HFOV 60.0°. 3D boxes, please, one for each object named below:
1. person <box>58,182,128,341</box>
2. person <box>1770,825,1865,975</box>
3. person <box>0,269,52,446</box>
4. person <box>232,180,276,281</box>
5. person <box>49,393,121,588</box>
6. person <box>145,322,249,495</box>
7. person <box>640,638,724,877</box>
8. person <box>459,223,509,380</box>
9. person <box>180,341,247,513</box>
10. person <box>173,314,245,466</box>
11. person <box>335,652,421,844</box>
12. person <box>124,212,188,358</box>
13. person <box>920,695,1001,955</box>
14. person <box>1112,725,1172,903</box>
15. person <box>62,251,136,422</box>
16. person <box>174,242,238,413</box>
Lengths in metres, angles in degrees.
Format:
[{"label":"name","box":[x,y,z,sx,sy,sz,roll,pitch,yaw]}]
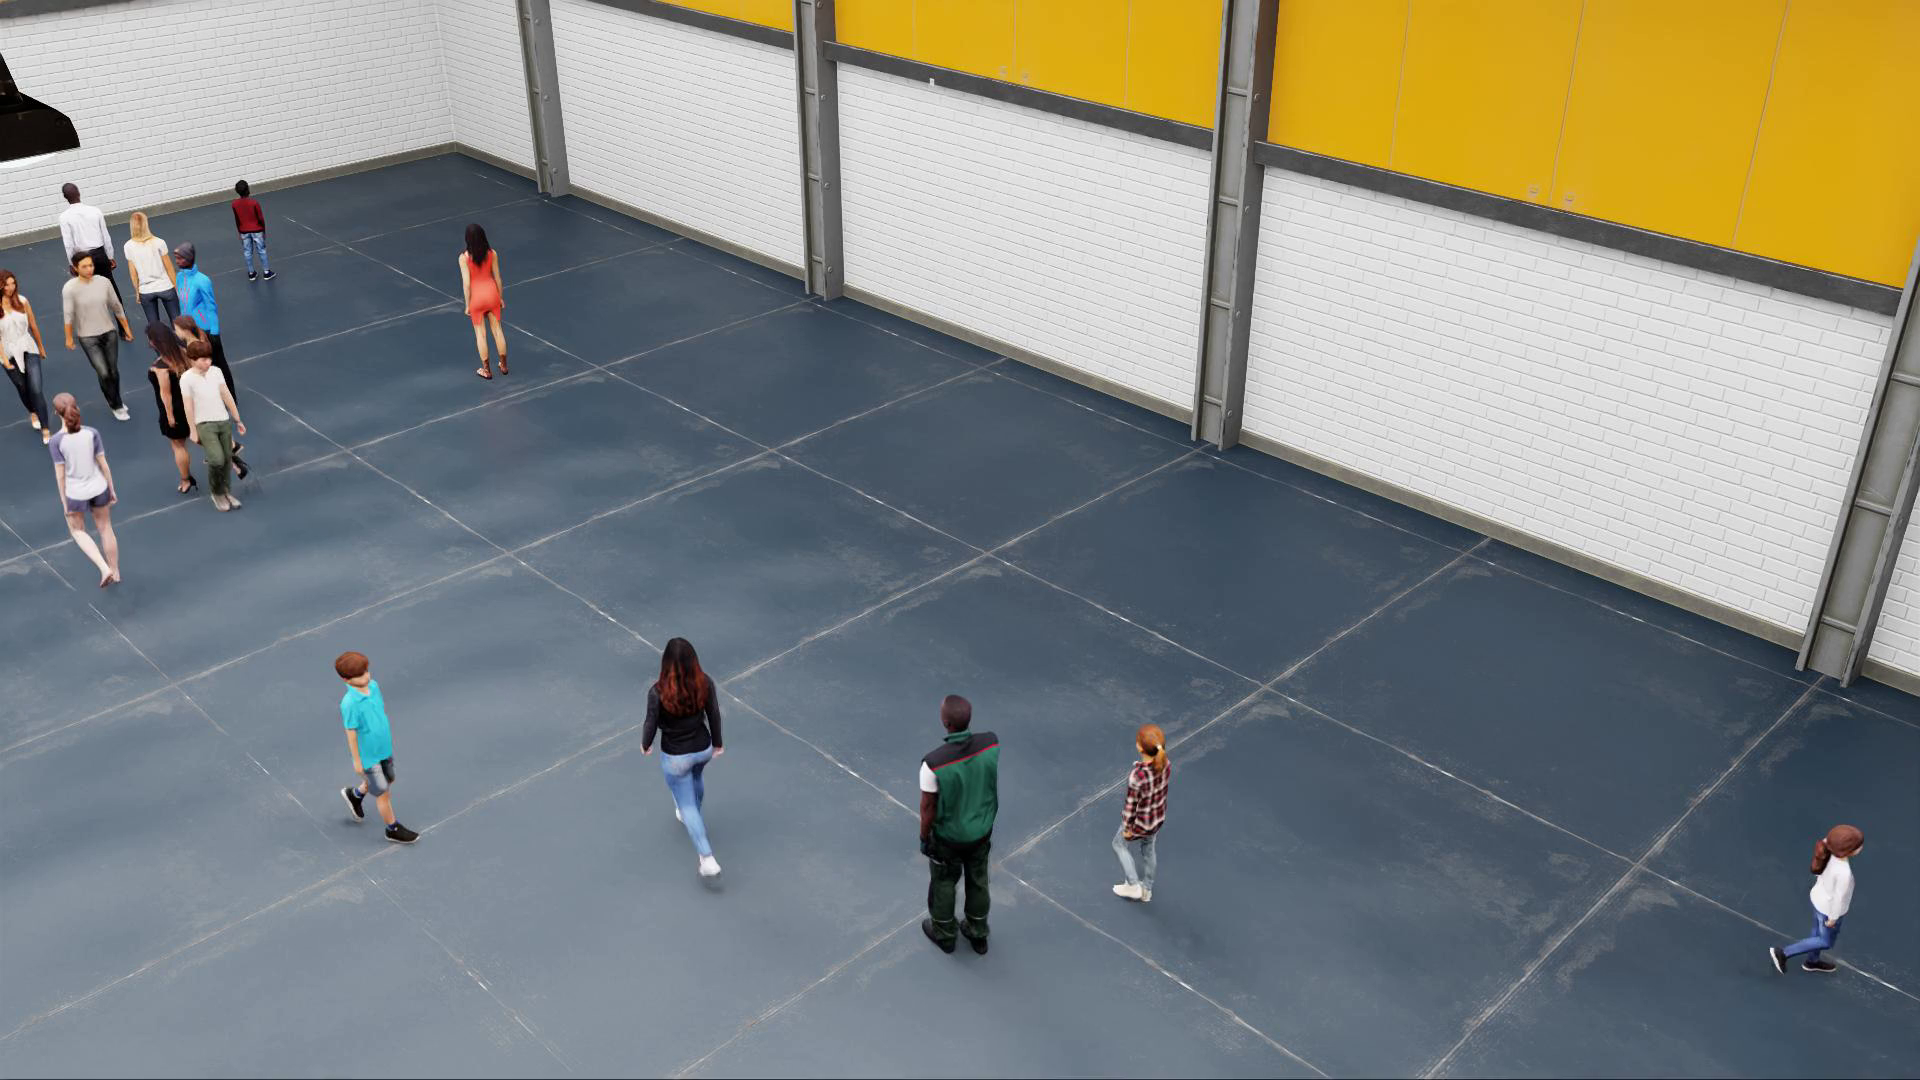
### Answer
[{"label":"person","box":[-9.787,-3.118,18.741,0.639,1.833,0.513,-25,37,-38]},{"label":"person","box":[5.099,2.142,9.863,0.731,1.102,0.649,3,29,5]},{"label":"person","box":[-9.353,-1.842,16.498,0.720,1.740,1.072,-18,33,-30]},{"label":"person","box":[-8.830,-3.859,20.705,0.575,1.254,0.619,-4,29,-8]},{"label":"person","box":[-7.214,-0.362,13.773,0.578,1.751,0.729,-24,37,-37]},{"label":"person","box":[-7.106,-1.193,15.356,1.066,1.696,0.951,5,29,10]},{"label":"person","box":[-1.729,1.413,10.680,0.764,1.598,1.132,-19,34,-30]},{"label":"person","box":[-5.114,-2.571,17.858,0.615,1.719,0.552,-20,34,-32]},{"label":"person","box":[-6.861,-1.063,15.171,0.644,1.644,0.622,18,33,30]},{"label":"person","box":[-7.157,-1.420,15.929,0.787,1.545,0.731,-4,29,-7]},{"label":"person","box":[-3.930,1.354,10.960,0.918,1.434,0.757,8,30,15]},{"label":"person","box":[-8.643,-2.653,17.913,0.674,1.808,0.663,-8,30,-15]},{"label":"person","box":[0.045,1.715,9.882,0.786,1.832,0.785,-14,31,-23]},{"label":"person","box":[1.190,1.748,10.378,0.564,1.299,0.545,-21,35,-34]},{"label":"person","box":[-8.832,-2.112,16.946,0.824,1.785,0.762,21,35,33]},{"label":"person","box":[-7.765,-2.190,17.082,0.587,1.792,0.737,14,32,24]}]
